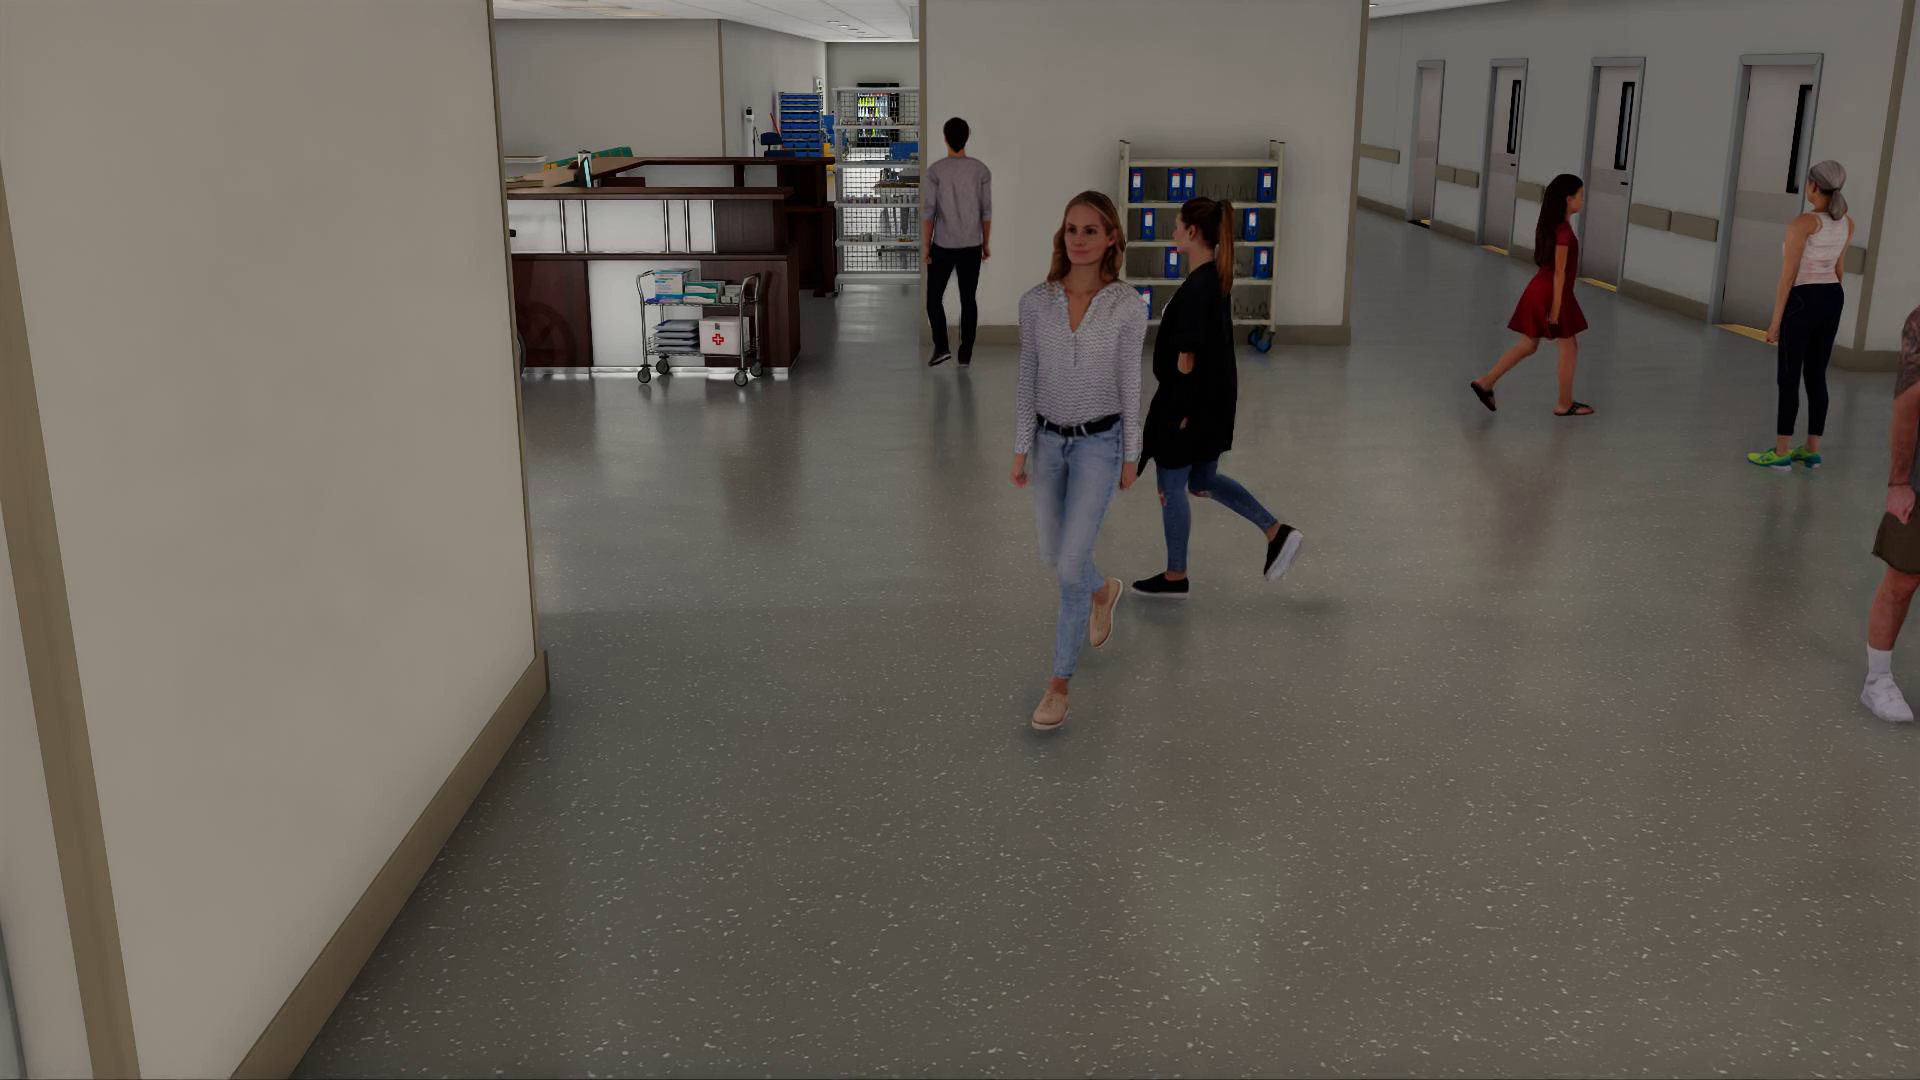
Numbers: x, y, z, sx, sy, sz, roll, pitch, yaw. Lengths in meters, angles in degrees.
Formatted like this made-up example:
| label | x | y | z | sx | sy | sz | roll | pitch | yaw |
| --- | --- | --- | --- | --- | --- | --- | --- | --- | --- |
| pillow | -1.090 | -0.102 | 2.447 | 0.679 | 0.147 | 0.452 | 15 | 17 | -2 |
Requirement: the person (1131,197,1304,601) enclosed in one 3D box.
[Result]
| label | x | y | z | sx | sy | sz | roll | pitch | yaw |
| --- | --- | --- | --- | --- | --- | --- | --- | --- | --- |
| person | 1.065 | -0.540 | 6.816 | 1.016 | 1.664 | 0.833 | 6 | 17 | 20 |

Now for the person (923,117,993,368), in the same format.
| label | x | y | z | sx | sy | sz | roll | pitch | yaw |
| --- | --- | --- | --- | --- | --- | --- | --- | --- | --- |
| person | -0.013 | -2.174 | 12.291 | 0.742 | 1.837 | 0.809 | -3 | 16 | -10 |

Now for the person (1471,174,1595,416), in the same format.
| label | x | y | z | sx | sy | sz | roll | pitch | yaw |
| --- | --- | --- | --- | --- | --- | --- | --- | --- | --- |
| person | 3.688 | -1.536 | 10.601 | 1.015 | 1.526 | 0.587 | -1 | 16 | -5 |

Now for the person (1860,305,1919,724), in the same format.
| label | x | y | z | sx | sy | sz | roll | pitch | yaw |
| --- | --- | --- | --- | --- | --- | --- | --- | --- | --- |
| person | 3.295 | -0.238 | 5.590 | 0.898 | 1.819 | 0.762 | -1 | 16 | -3 |

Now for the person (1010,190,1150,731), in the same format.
| label | x | y | z | sx | sy | sz | roll | pitch | yaw |
| --- | --- | --- | --- | --- | --- | --- | --- | --- | --- |
| person | 0.416 | -0.288 | 5.723 | 1.126 | 1.771 | 0.978 | 7 | 17 | 24 |

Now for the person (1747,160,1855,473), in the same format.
| label | x | y | z | sx | sy | sz | roll | pitch | yaw |
| --- | --- | --- | --- | --- | --- | --- | --- | --- | --- |
| person | 4.730 | -1.242 | 9.236 | 0.591 | 1.702 | 0.729 | -6 | 17 | -20 |
